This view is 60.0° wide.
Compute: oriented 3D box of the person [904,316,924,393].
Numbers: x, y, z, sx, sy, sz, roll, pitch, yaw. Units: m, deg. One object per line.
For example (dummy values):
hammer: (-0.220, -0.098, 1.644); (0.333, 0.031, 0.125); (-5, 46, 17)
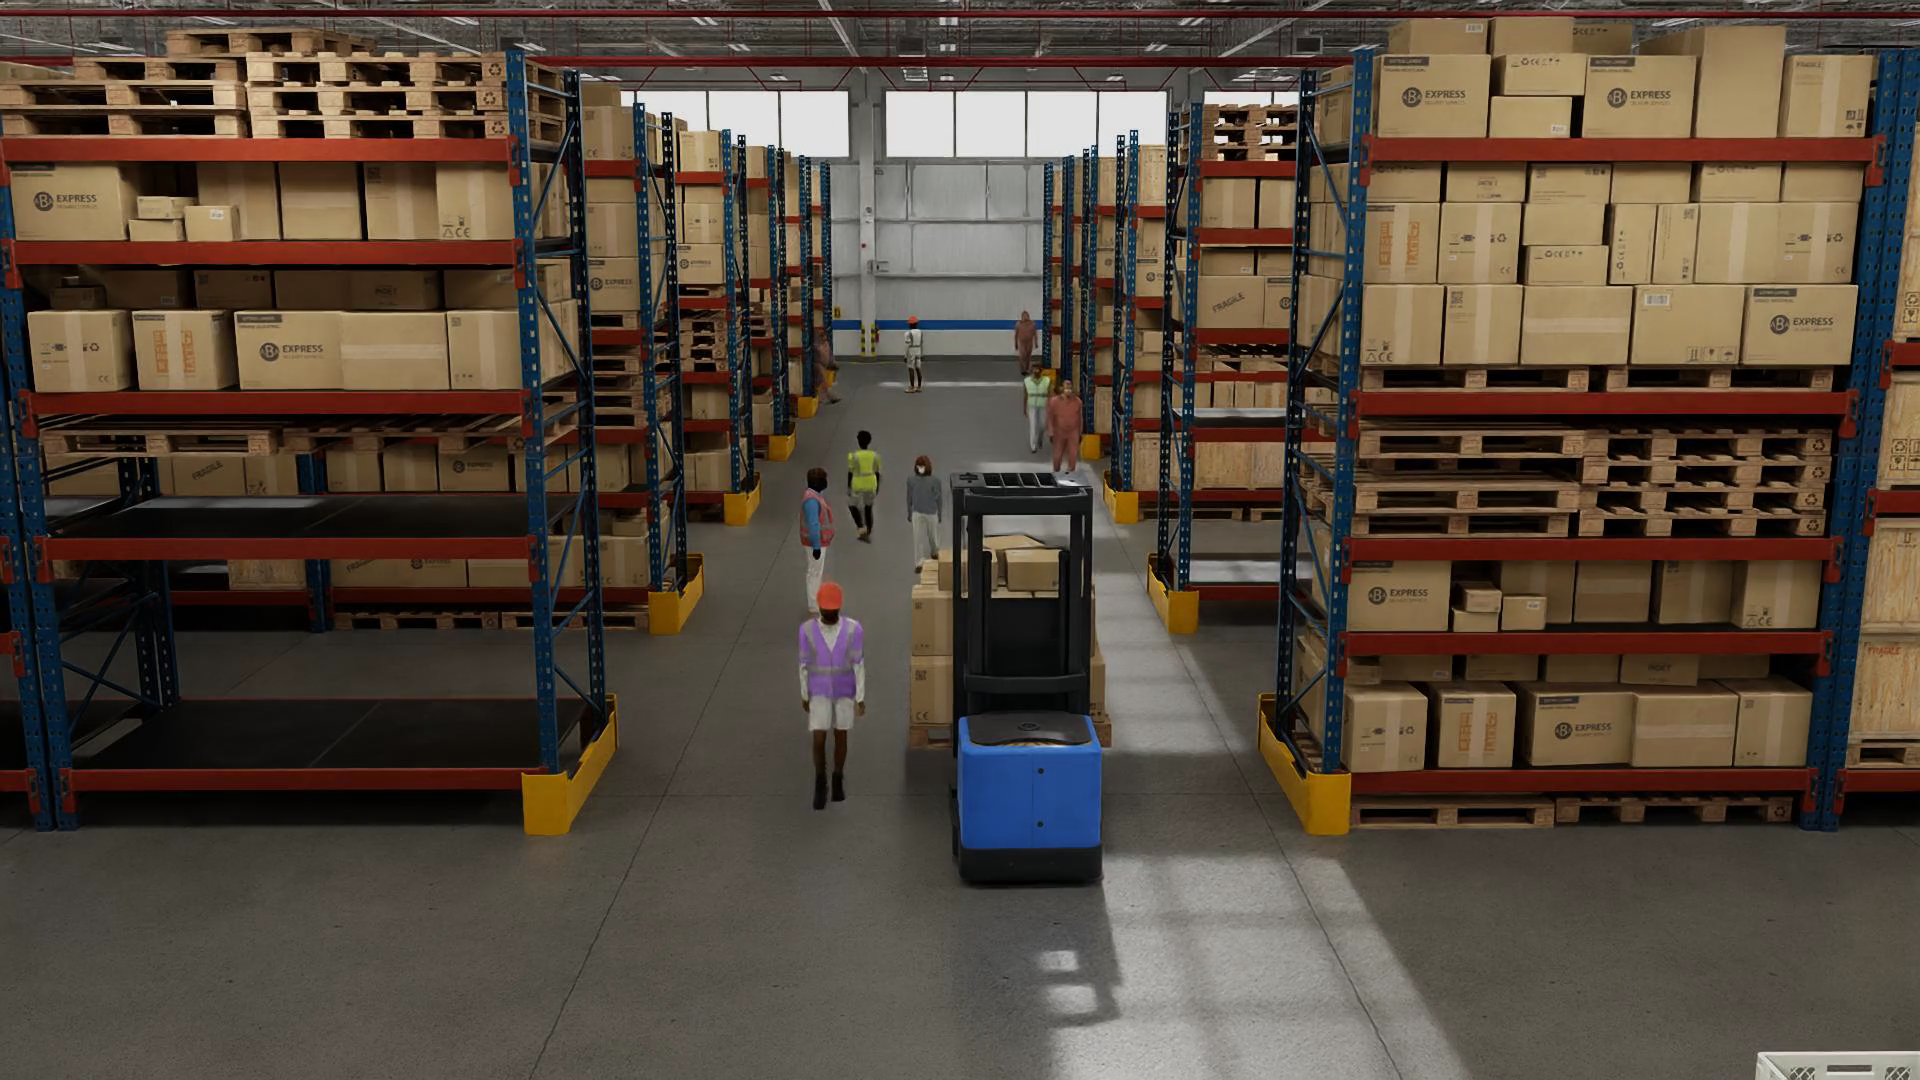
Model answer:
person: (-1.235, -4.915, 44.134); (0.615, 2.047, 0.358); (-10, 15, -41)

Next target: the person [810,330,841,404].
person: (-3.381, -4.321, 41.678); (0.998, 1.852, 0.661); (5, 13, 24)

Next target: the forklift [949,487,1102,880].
forklift: (0.495, 0.986, 12.813); (1.129, 2.768, 1.873); (0, 11, -2)

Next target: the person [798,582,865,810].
person: (-1.054, 1.285, 13.762); (0.546, 1.909, 0.688); (-1, 11, -5)

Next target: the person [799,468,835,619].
person: (-1.722, 0.034, 20.119); (0.429, 1.841, 0.634); (-1, 11, -4)

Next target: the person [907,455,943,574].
person: (-0.474, -0.383, 22.771); (0.507, 1.603, 0.756); (2, 12, 11)

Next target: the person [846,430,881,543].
person: (-1.424, -0.784, 24.566); (0.548, 1.680, 0.377); (-5, 13, -25)

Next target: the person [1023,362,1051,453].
person: (1.561, -2.702, 33.691); (0.573, 1.833, 0.620); (0, 11, 0)

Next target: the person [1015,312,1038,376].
person: (1.945, -5.755, 48.773); (0.655, 1.852, 0.993); (-1, 11, -6)

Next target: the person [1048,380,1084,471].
person: (1.880, -1.922, 29.723); (0.657, 1.885, 0.773); (-2, 12, -8)
